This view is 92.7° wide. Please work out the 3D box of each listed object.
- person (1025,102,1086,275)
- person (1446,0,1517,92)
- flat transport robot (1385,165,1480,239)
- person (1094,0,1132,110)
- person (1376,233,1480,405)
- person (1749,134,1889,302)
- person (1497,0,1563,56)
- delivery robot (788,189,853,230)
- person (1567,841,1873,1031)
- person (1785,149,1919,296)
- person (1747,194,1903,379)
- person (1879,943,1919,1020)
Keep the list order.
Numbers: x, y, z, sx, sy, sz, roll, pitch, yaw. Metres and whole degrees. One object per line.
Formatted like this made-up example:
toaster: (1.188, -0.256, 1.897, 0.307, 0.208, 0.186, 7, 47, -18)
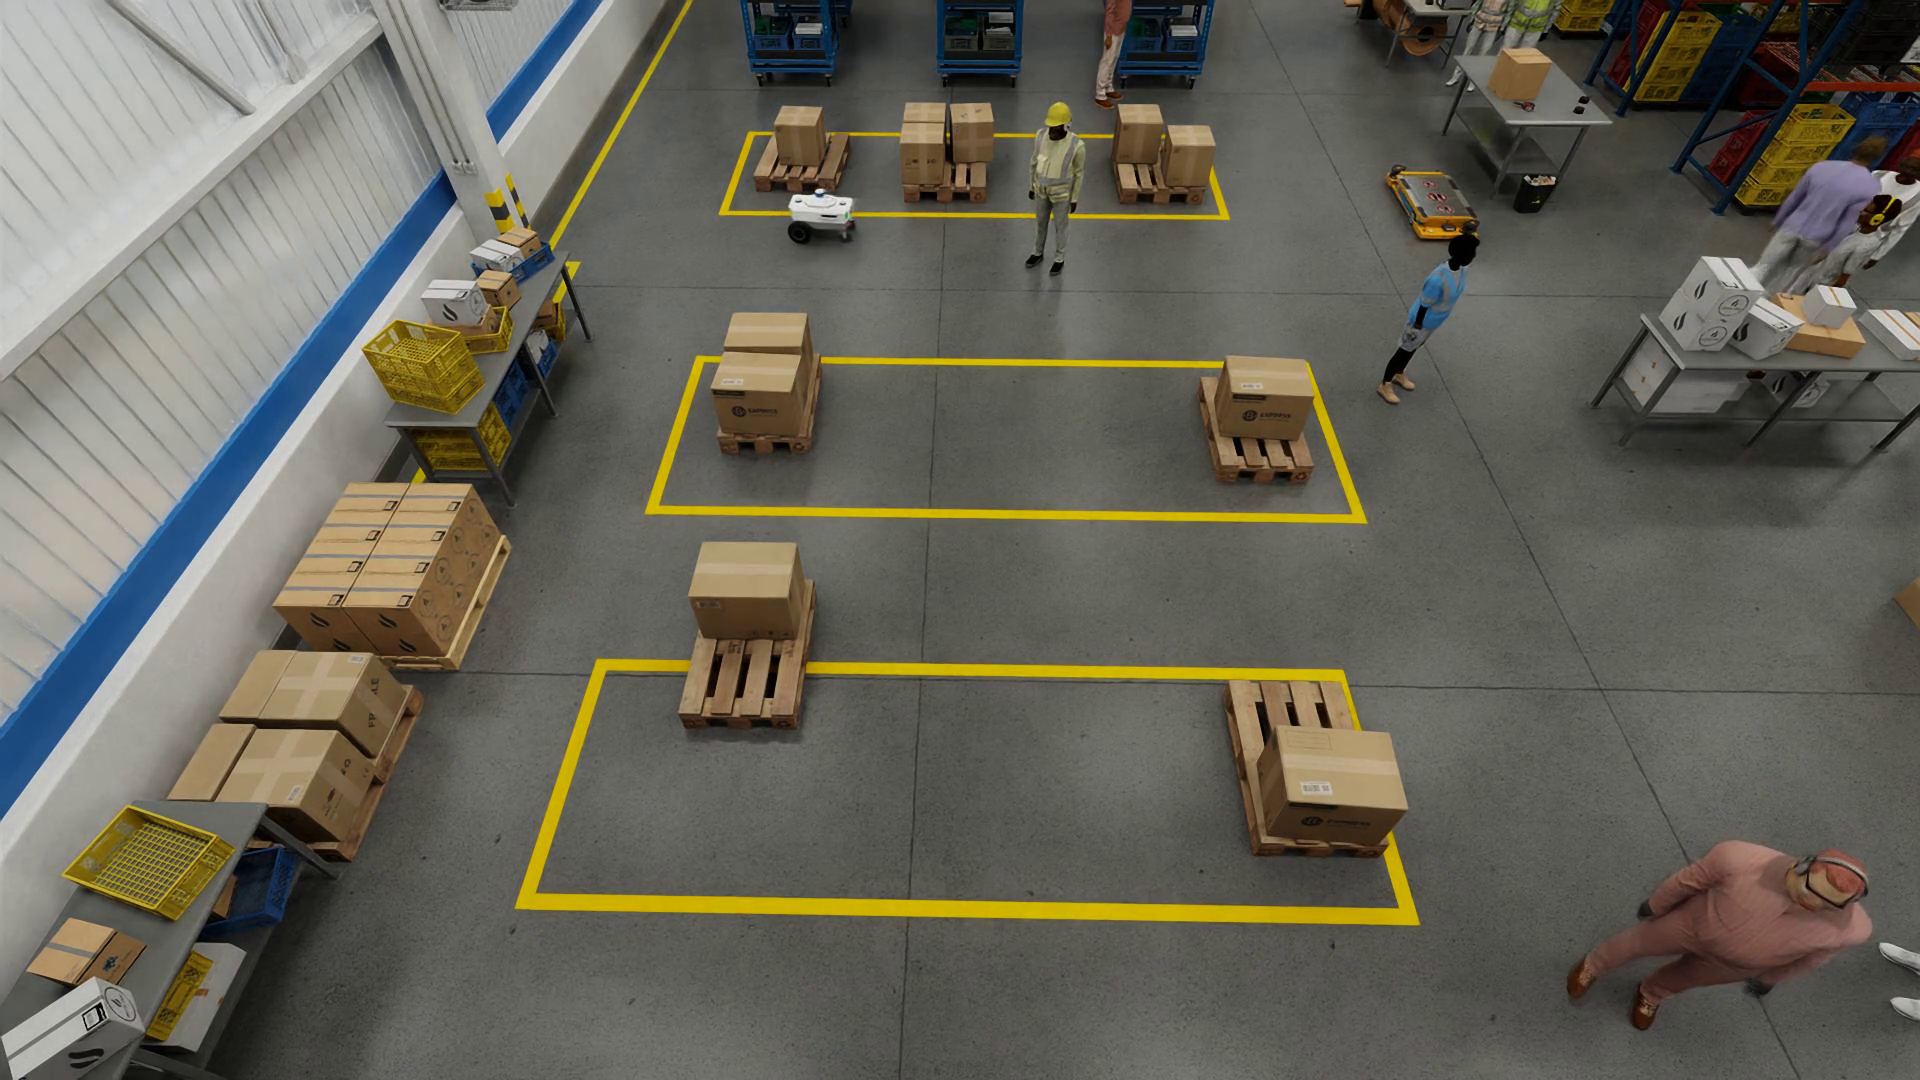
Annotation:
person: (0.983, -3.693, 9.686, 0.601, 1.831, 0.404, 25, 54, 20)
person: (7.377, -7.194, 12.839, 0.515, 1.645, 0.309, 33, 57, 25)
flat transport robot: (5.692, -4.094, 11.059, 0.652, 0.197, 1.431, 1, 49, 1)
person: (2.122, -6.904, 12.360, 0.396, 1.992, 0.623, 22, 53, 18)
person: (4.249, -2.013, 8.319, 0.536, 1.696, 0.321, -34, 57, -26)
person: (8.302, -3.001, 9.041, 0.786, 1.911, 0.639, -34, 57, -26)
person: (7.811, -7.091, 12.630, 0.631, 1.836, 0.429, 20, 52, 16)
delivery robot: (-1.592, -3.797, 10.555, 0.707, 0.478, 0.477, 5, 49, 4)
person: (3.861, 2.035, 4.681, 0.649, 1.904, 0.404, 32, 56, 24)
person: (8.789, -2.932, 9.004, 0.360, 1.877, 0.579, -24, 53, -19)
person: (7.895, -2.288, 8.446, 0.329, 1.872, 0.518, 31, 56, 24)
person: (5.648, 2.037, 4.672, 0.390, 1.915, 0.591, 19, 52, 16)
